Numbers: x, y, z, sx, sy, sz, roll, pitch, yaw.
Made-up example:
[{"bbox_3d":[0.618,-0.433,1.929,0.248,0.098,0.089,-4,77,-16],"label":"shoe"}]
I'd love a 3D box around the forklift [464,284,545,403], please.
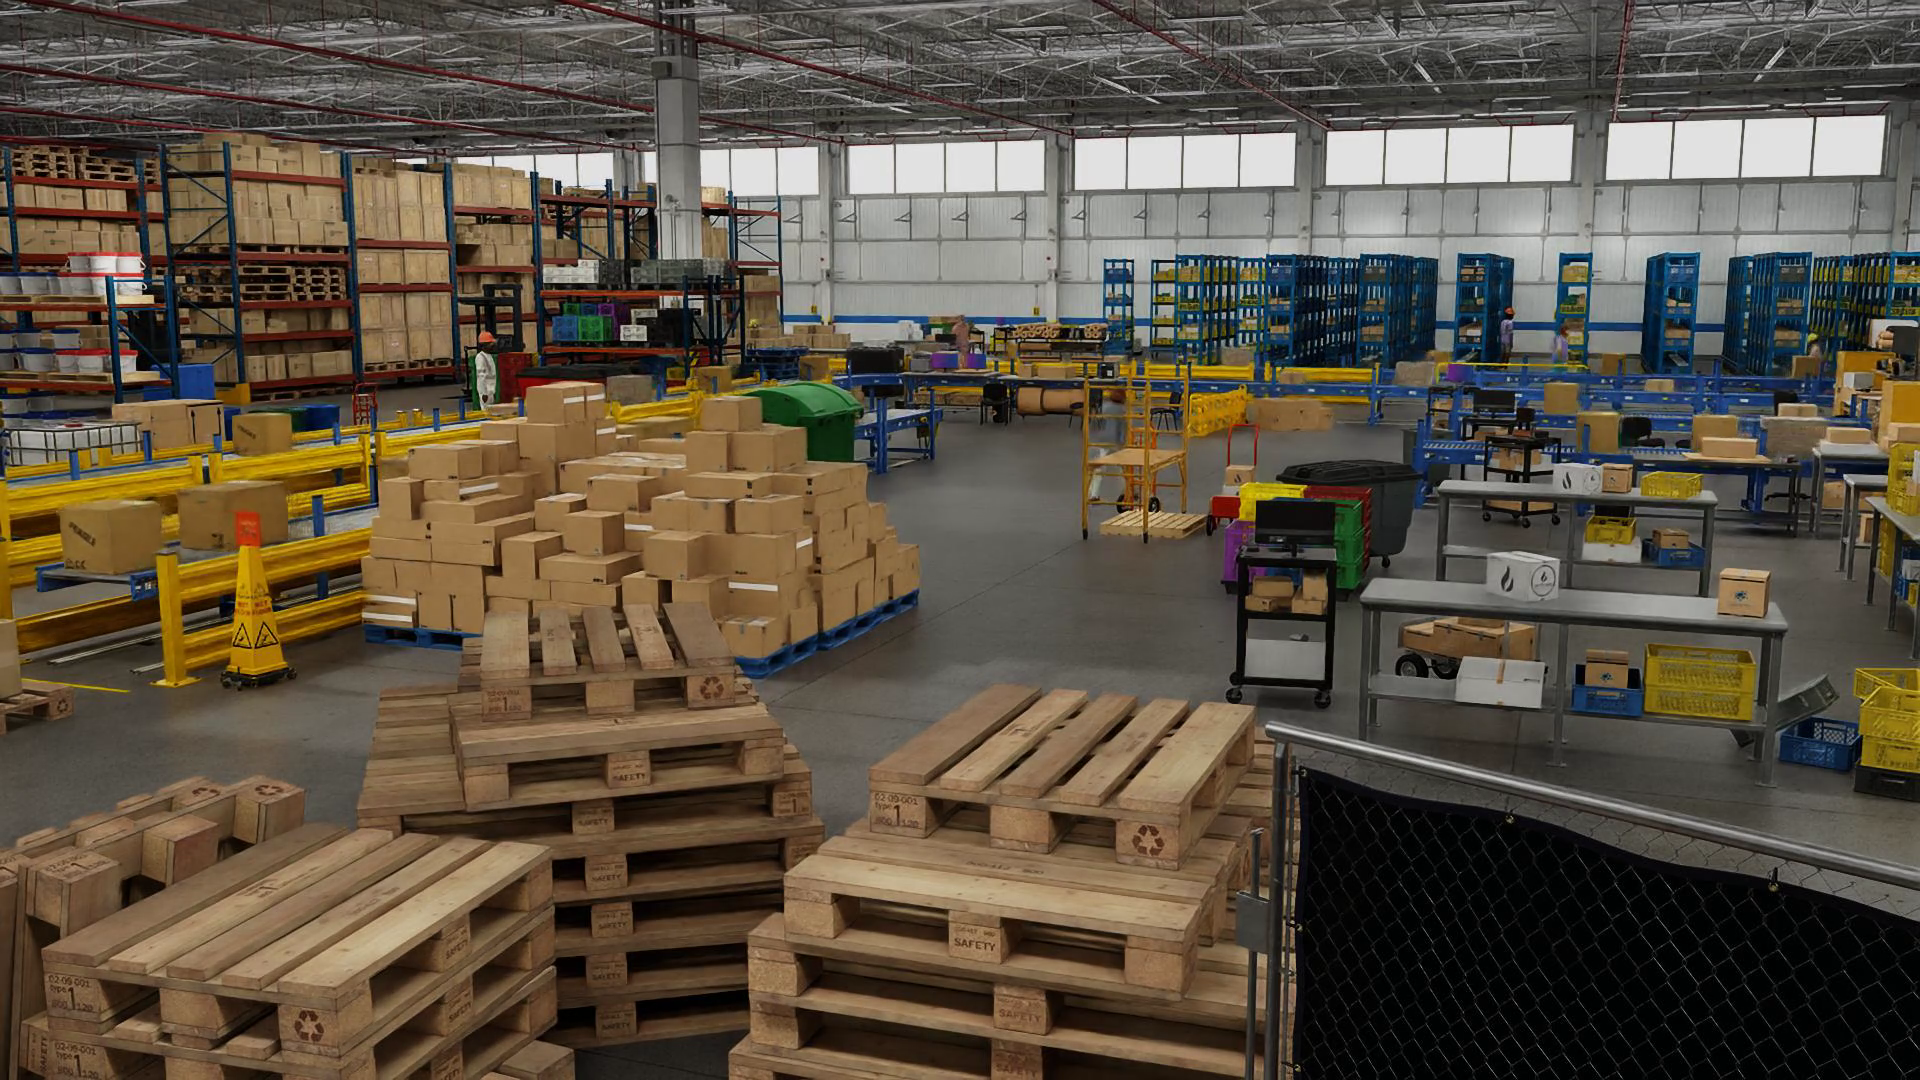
[{"bbox_3d":[-10.832,-4.702,39.610,1.129,2.768,1.873,3,10,20],"label":"forklift"}]

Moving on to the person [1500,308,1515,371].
[{"bbox_3d":[16.612,-6.003,50.401,0.391,2.040,0.615,-1,9,-9],"label":"person"}]

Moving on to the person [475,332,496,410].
[{"bbox_3d":[-8.276,-2.624,29.175,0.364,2.048,0.611,0,9,-3],"label":"person"}]

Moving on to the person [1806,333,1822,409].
[{"bbox_3d":[19.093,-3.760,37.281,0.614,1.730,0.520,4,10,26],"label":"person"}]

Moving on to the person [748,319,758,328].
[{"bbox_3d":[-5.995,-5.587,48.665,0.855,1.761,0.663,0,9,3],"label":"person"}]

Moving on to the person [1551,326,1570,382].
[{"bbox_3d":[14.934,-4.418,41.228,0.968,1.789,0.604,7,11,36],"label":"person"}]

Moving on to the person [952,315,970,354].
[{"bbox_3d":[-0.012,-5.637,48.612,0.554,1.887,0.645,6,11,34],"label":"person"}]

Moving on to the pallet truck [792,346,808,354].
[{"bbox_3d":[-3.705,-4.298,42.022,0.653,1.274,1.630,3,10,20],"label":"pallet truck"}]

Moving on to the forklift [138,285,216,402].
[{"bbox_3d":[-17.480,-4.200,36.461,1.873,2.768,1.129,3,10,19],"label":"forklift"}]

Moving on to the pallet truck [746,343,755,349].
[{"bbox_3d":[-6.183,-4.618,44.264,1.601,1.201,0.680,-9,12,-43],"label":"pallet truck"}]

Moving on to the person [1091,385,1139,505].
[{"bbox_3d":[2.042,-1.256,22.028,0.506,1.585,0.853,8,12,41],"label":"person"}]
